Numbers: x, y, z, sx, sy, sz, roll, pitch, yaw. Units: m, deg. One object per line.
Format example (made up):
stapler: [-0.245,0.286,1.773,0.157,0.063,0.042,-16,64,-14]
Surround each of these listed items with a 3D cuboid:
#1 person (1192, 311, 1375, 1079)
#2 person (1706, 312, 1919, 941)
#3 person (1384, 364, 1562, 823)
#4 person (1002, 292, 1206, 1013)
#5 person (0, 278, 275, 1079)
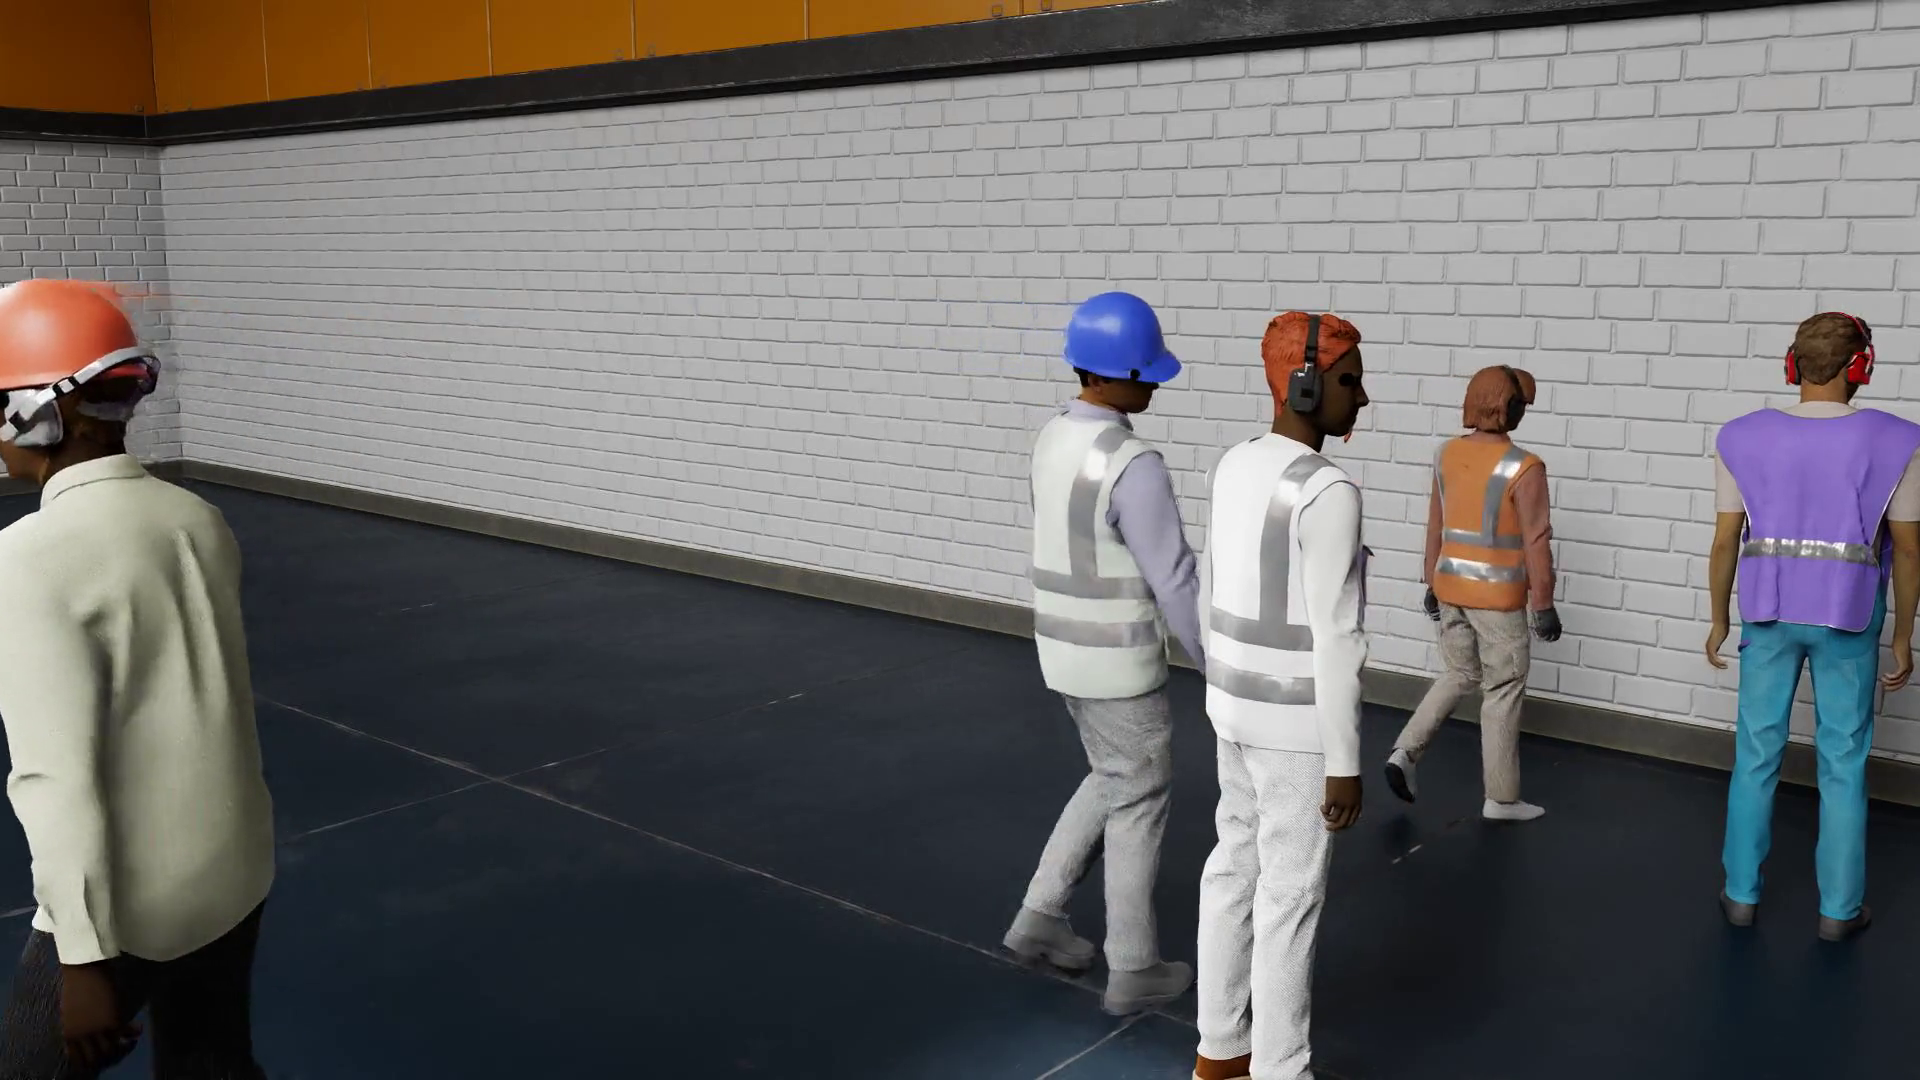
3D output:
person: [0.739,0.426,3.803,0.342,1.882,0.579,-3,10,-18]
person: [2.481,0.261,4.875,0.563,1.838,0.388,6,12,31]
person: [1.815,0.207,5.793,0.523,1.628,0.541,-4,11,-24]
person: [0.450,0.310,4.375,0.537,1.915,0.642,-3,10,-18]
person: [-1.350,0.566,2.740,0.503,1.970,0.665,1,10,6]
